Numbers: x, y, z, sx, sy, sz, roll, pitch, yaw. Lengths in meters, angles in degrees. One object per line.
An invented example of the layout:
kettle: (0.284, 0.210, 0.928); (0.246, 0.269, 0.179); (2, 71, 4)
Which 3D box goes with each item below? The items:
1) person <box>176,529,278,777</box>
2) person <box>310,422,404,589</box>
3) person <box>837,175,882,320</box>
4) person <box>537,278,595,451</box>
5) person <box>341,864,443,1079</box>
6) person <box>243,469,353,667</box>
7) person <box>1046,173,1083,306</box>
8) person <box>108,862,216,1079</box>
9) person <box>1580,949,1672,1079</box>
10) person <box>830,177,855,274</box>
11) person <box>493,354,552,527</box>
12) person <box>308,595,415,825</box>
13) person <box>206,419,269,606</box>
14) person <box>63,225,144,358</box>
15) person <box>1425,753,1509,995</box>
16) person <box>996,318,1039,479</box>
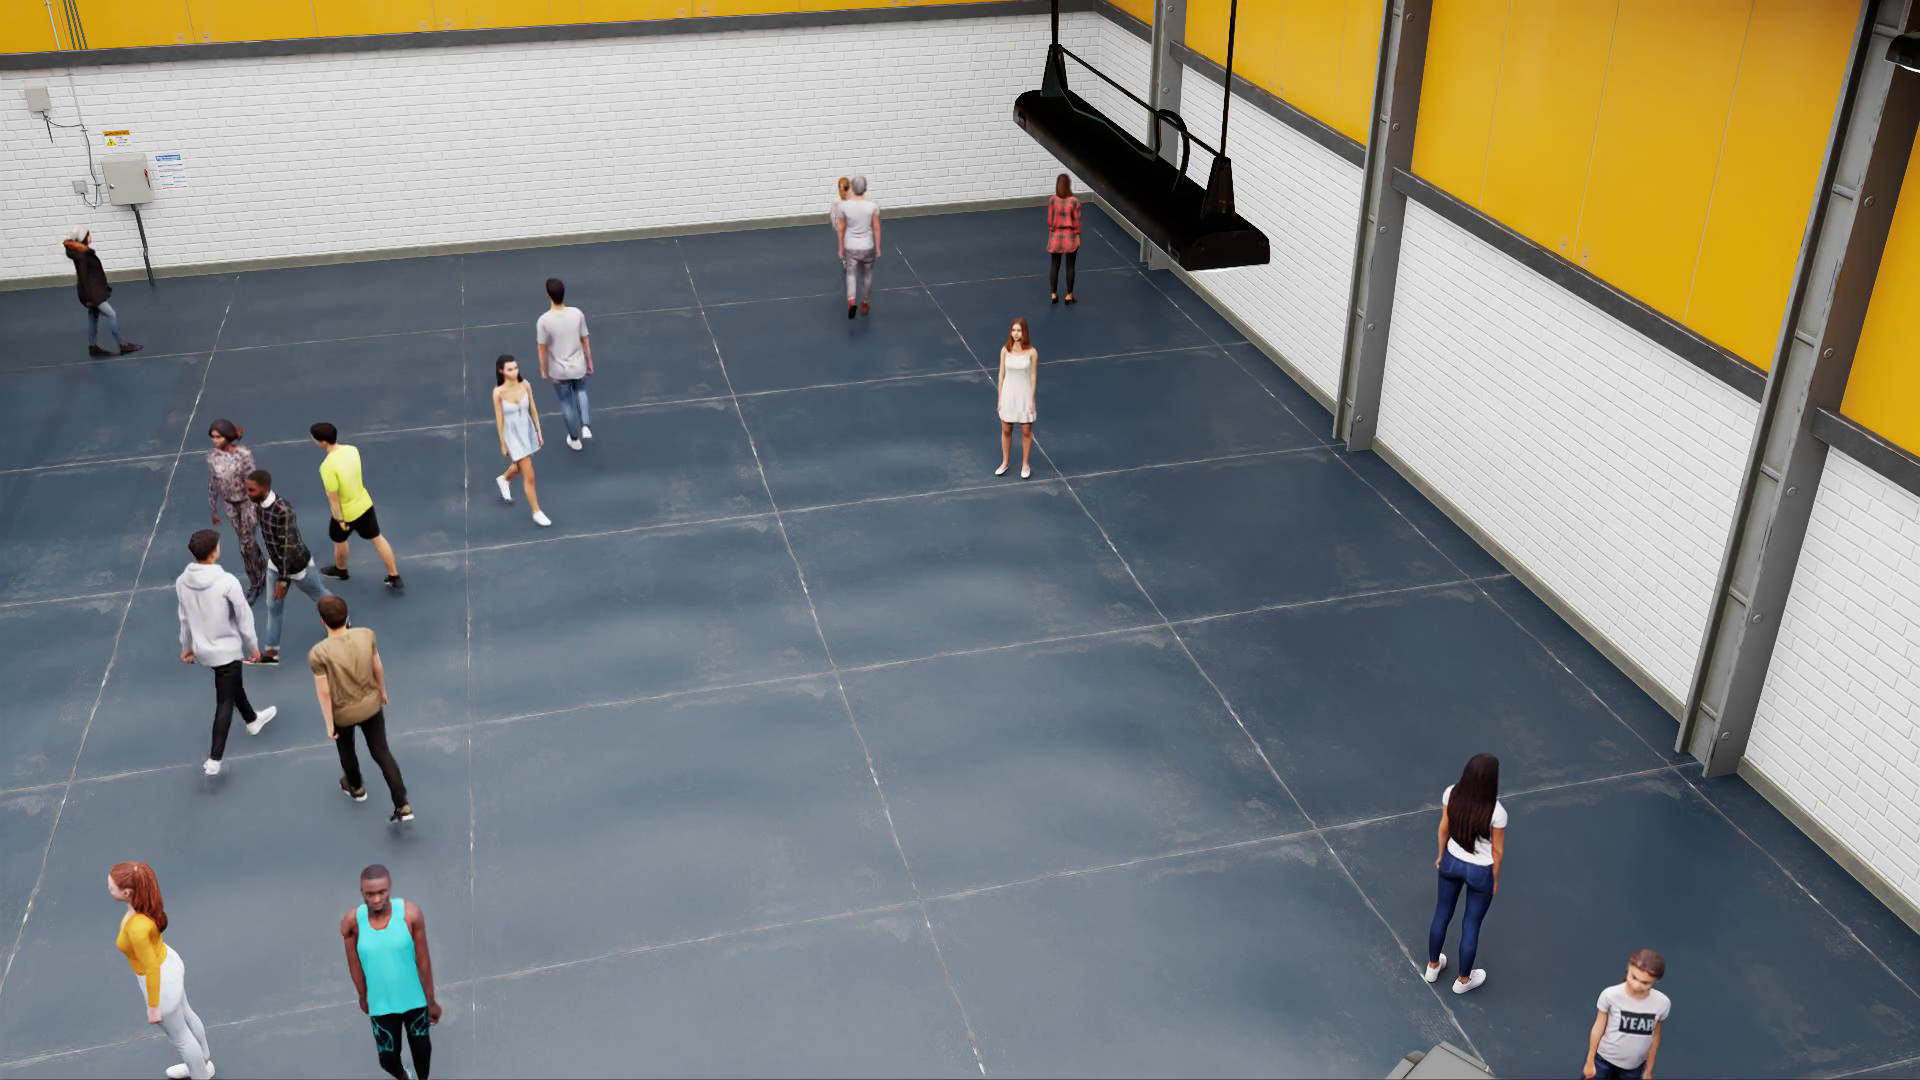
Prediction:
person: (-5.632, 0.882, 12.523); (1.095, 1.880, 1.353); (2, 29, 4)
person: (-5.372, -0.277, 14.882); (1.183, 1.655, 1.125); (15, 32, 26)
person: (-1.264, -3.629, 20.867); (0.845, 1.809, 1.051); (0, 29, 0)
person: (-4.093, -1.805, 17.453); (0.759, 1.875, 0.733); (-14, 32, -24)
person: (-3.208, 2.553, 9.545); (0.609, 1.798, 0.603); (-8, 30, -14)
person: (-5.508, 0.185, 13.925); (1.251, 1.762, 1.220); (19, 34, 31)
person: (1.339, -3.882, 21.444); (0.703, 1.700, 0.748); (12, 31, 21)
person: (-4.606, 2.548, 9.605); (0.640, 1.749, 0.457); (-8, 30, -14)
person: (3.649, 2.860, 9.227); (0.620, 1.563, 0.638); (4, 29, 7)
person: (-1.560, -4.260, 22.554); (0.580, 1.301, 0.627); (-2, 29, -4)
person: (-4.340, -1.015, 16.188); (1.177, 1.700, 0.983); (22, 36, 35)
person: (-4.277, 1.257, 11.902); (1.053, 1.816, 1.307); (-23, 36, -36)
person: (-6.405, -0.328, 14.932); (0.788, 1.697, 0.935); (4, 29, 8)
person: (-10.407, -2.940, 19.805); (0.796, 1.617, 0.831); (-16, 32, -27)
person: (3.177, 2.083, 10.432); (0.617, 1.774, 0.728); (25, 37, 38)
person: (0.588, -1.468, 17.007); (0.643, 1.712, 0.669); (7, 29, 13)
